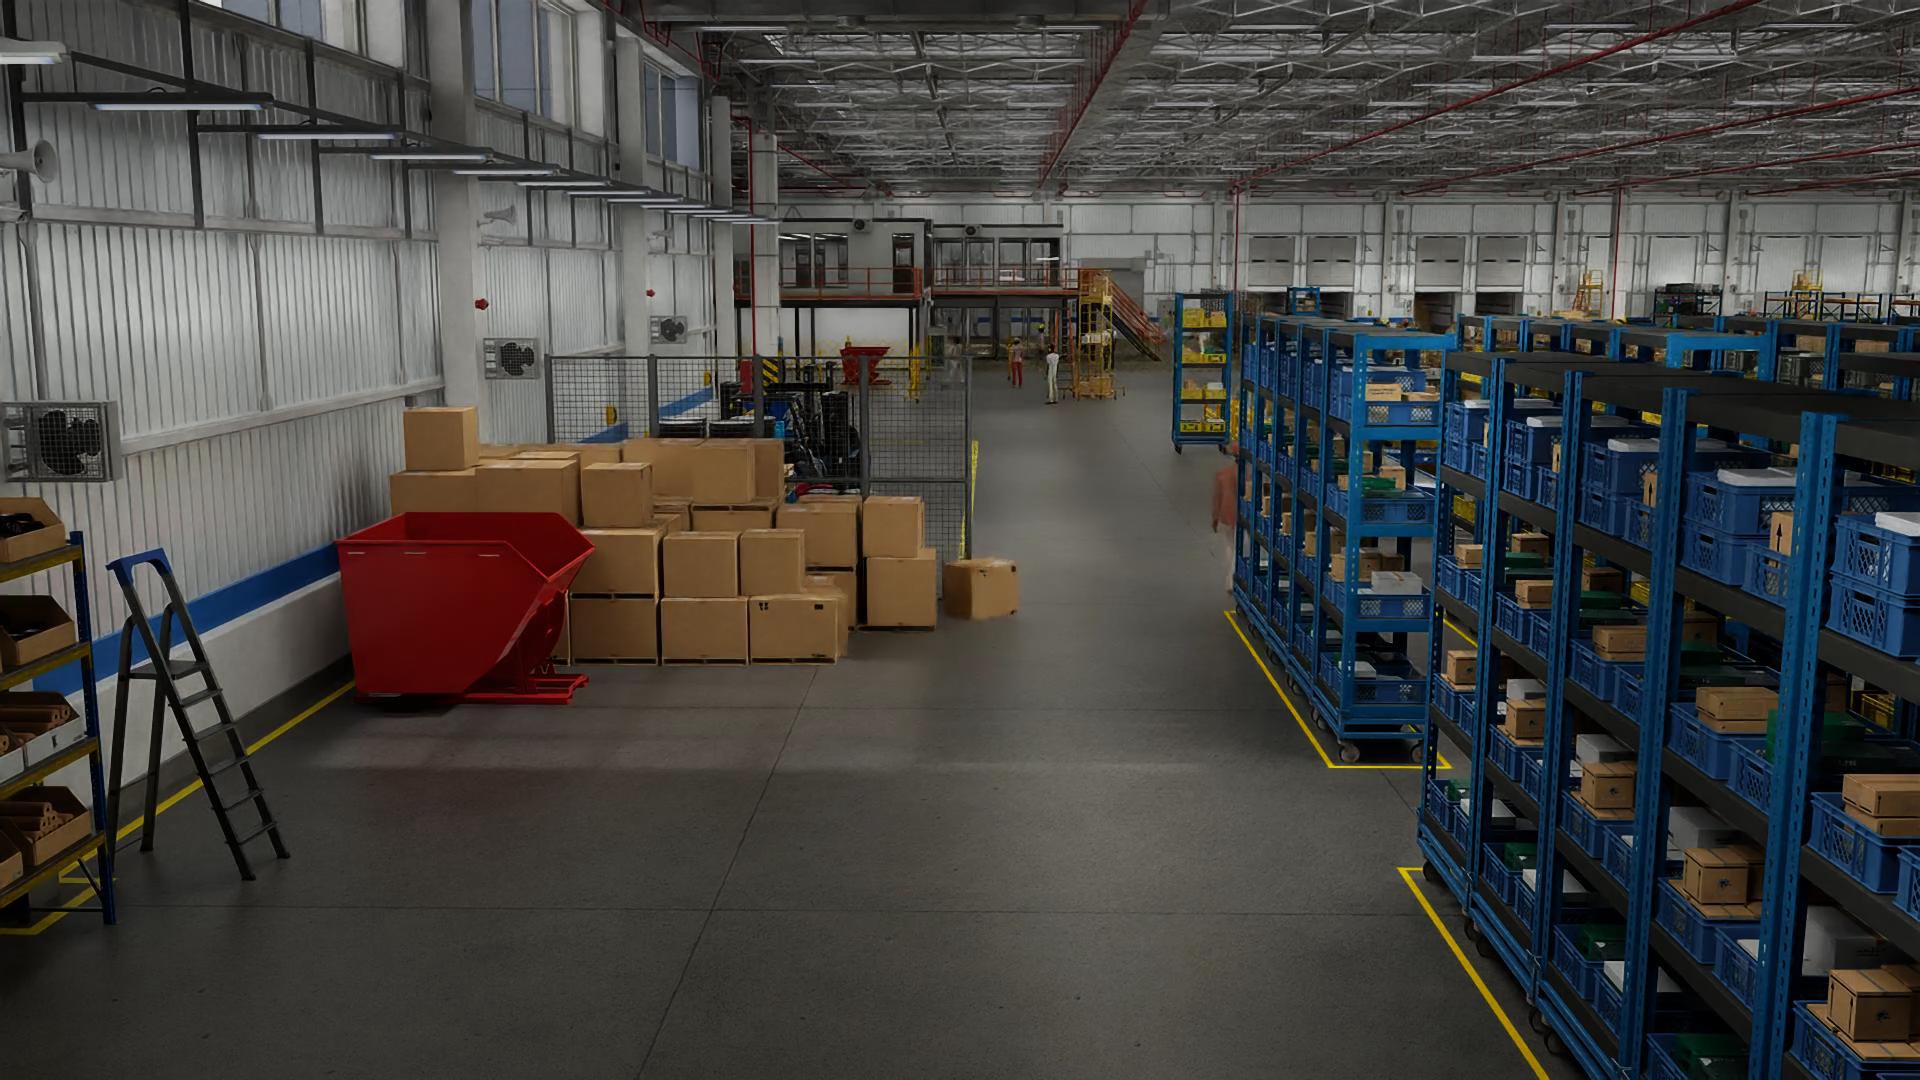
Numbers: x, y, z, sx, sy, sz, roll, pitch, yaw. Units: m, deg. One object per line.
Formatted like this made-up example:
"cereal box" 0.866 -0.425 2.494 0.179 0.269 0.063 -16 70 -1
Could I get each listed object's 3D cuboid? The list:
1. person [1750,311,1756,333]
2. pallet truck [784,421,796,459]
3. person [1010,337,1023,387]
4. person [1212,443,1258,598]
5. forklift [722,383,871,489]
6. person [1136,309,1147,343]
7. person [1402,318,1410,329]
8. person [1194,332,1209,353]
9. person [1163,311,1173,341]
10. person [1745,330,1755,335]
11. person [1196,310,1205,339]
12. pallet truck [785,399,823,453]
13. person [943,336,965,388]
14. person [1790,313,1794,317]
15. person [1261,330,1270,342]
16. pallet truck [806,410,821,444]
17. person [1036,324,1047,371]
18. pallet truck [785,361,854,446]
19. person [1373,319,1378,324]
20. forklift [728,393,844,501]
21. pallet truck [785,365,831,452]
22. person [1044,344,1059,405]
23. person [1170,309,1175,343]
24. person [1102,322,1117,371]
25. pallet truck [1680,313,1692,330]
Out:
"person" 41.619 -11.042 87.396 0.622 1.993 0.384 -7 11 -36
"pallet truck" -4.013 -1.793 32.705 1.601 1.201 0.680 0 9 1
"person" 1.987 -6.263 58.654 0.518 1.756 0.342 -5 10 -26
"person" 3.591 -0.282 21.161 0.649 1.946 0.977 6 11 32
"forklift" -2.893 -1.687 28.729 2.680 1.987 1.157 0 9 -1
"person" 9.892 -11.582 90.731 0.612 1.995 0.376 1 9 5
"person" 19.225 -8.538 71.804 0.377 2.041 0.616 0 9 0
"person" 11.101 -9.202 76.413 0.638 1.885 1.037 -3 10 -17
"person" 12.036 -12.304 95.760 0.817 1.816 0.632 -9 13 -43
"person" 38.574 -9.964 81.268 0.630 1.828 0.441 -3 10 -16
"person" 14.146 -12.636 97.545 0.464 1.902 0.587 1 9 9
"pallet truck" -3.814 -2.432 36.419 1.630 1.274 0.653 0 9 1
"person" -0.149 -6.208 58.106 0.987 1.838 0.587 0 9 3
"person" 44.190 -11.149 88.427 0.569 1.868 0.600 -1 9 -5
"person" 12.334 -7.763 67.407 0.696 1.923 0.561 6 11 33
"pallet truck" -3.559 -2.018 33.905 1.522 1.261 0.704 0 9 -1
"person" 3.382 -7.835 67.863 0.650 1.908 0.613 -3 10 -19
"pallet truck" -3.410 -3.193 38.978 1.885 1.965 0.823 0 9 -1
"person" 19.842 -9.645 79.298 0.933 1.839 0.514 -2 9 -13
"forklift" -2.979 -1.316 26.476 2.680 1.987 1.157 0 9 1
"pallet truck" -3.774 -2.976 37.635 1.885 1.965 0.823 1 9 5
"person" 2.813 -5.080 51.034 0.508 1.865 0.328 -8 12 -41
"person" 12.155 -12.171 94.572 0.374 1.928 0.584 0 9 2
"person" 6.048 -7.931 68.067 0.689 2.000 0.537 -5 11 -29
"pallet truck" 36.315 -10.531 84.244 0.823 1.965 1.885 -6 11 -33
